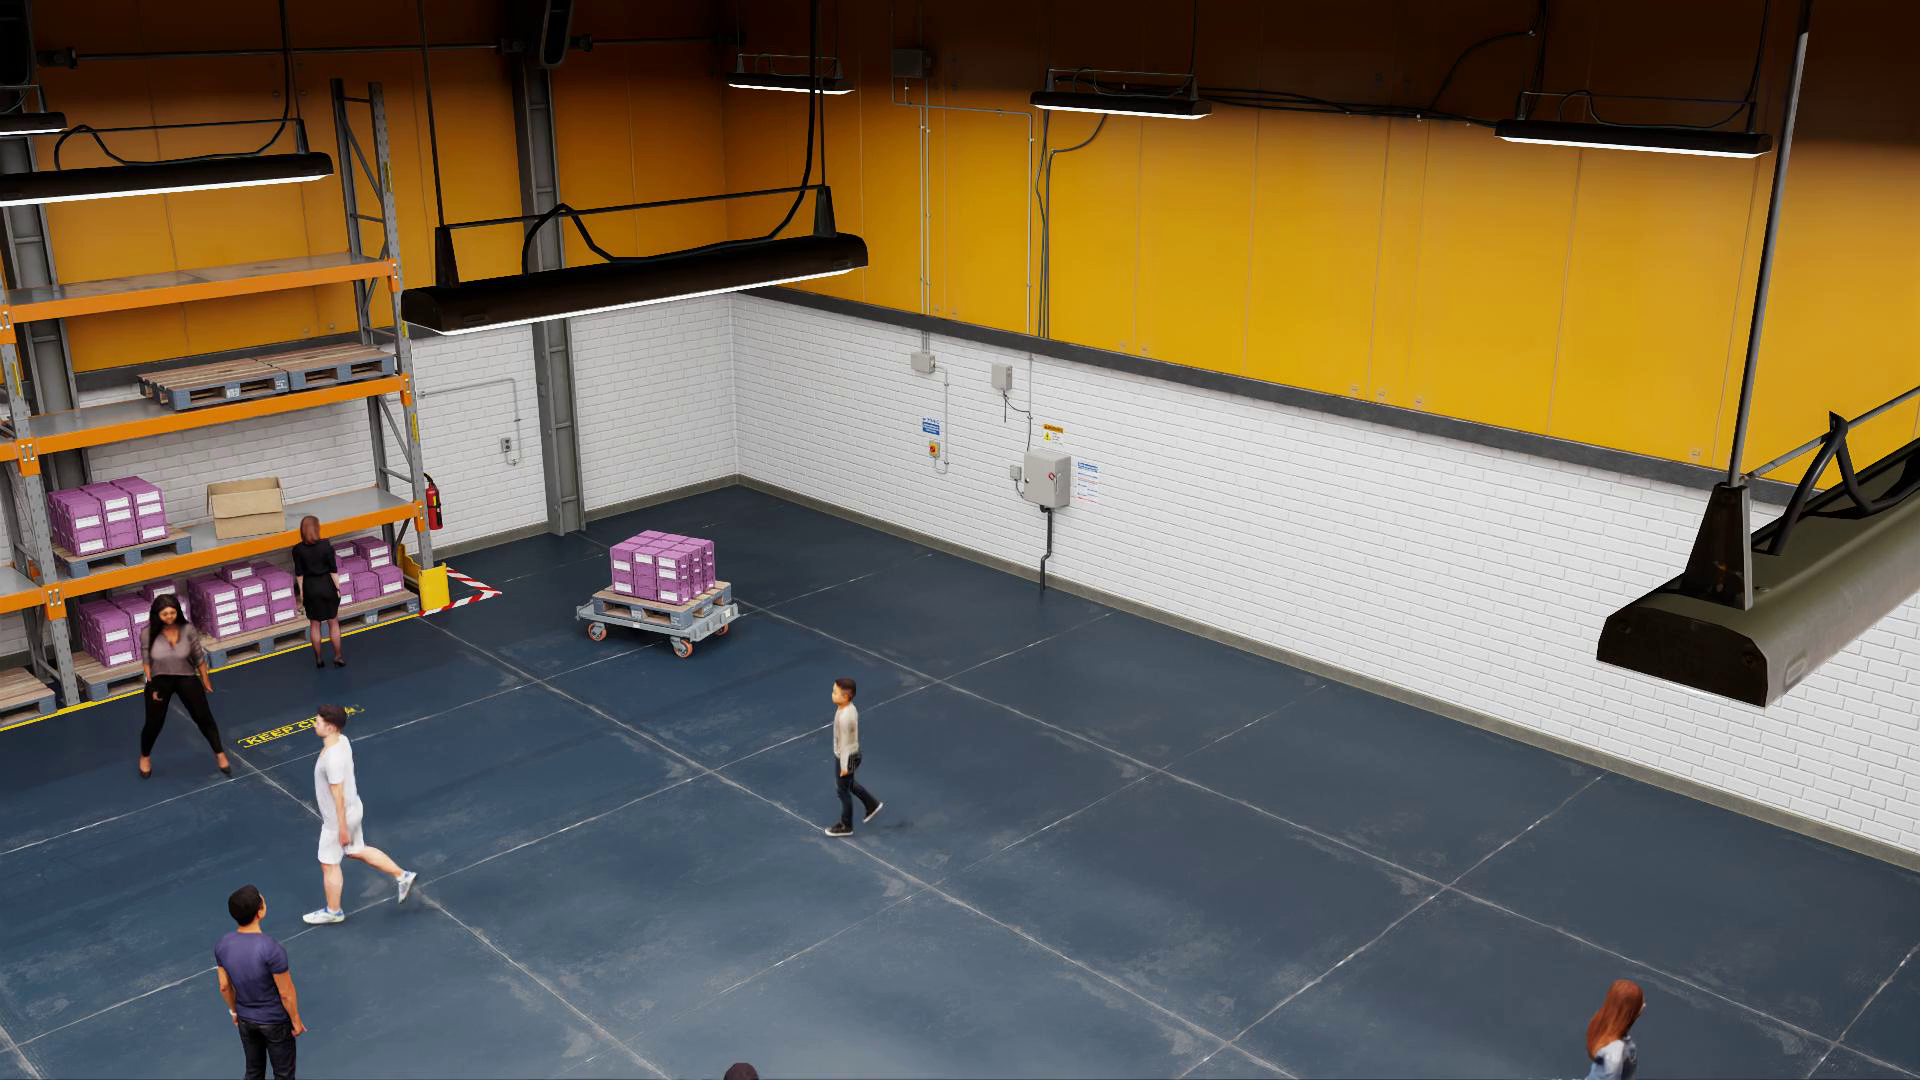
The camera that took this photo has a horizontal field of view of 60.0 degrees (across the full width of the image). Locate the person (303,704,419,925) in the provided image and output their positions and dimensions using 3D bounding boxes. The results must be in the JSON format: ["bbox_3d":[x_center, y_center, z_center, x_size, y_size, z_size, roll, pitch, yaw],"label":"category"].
[{"bbox_3d":[-4.694,2.114,12.876,1.221,1.837,1.078,-4,19,-11],"label":"person"}]

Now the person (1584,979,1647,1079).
[{"bbox_3d":[3.655,3.270,9.668,0.907,1.692,0.878,5,19,13],"label":"person"}]

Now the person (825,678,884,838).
[{"bbox_3d":[-0.900,1.853,14.252,0.845,1.453,0.780,-1,19,-2],"label":"person"}]

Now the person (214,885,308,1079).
[{"bbox_3d":[-4.357,2.976,10.384,0.717,1.793,0.735,3,19,9],"label":"person"}]

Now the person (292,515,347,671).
[{"bbox_3d":[-6.813,0.562,17.693,0.636,1.703,0.719,-2,19,-6],"label":"person"}]

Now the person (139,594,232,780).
[{"bbox_3d":[-7.140,1.345,15.211,0.822,1.804,1.045,-10,21,-28],"label":"person"}]
